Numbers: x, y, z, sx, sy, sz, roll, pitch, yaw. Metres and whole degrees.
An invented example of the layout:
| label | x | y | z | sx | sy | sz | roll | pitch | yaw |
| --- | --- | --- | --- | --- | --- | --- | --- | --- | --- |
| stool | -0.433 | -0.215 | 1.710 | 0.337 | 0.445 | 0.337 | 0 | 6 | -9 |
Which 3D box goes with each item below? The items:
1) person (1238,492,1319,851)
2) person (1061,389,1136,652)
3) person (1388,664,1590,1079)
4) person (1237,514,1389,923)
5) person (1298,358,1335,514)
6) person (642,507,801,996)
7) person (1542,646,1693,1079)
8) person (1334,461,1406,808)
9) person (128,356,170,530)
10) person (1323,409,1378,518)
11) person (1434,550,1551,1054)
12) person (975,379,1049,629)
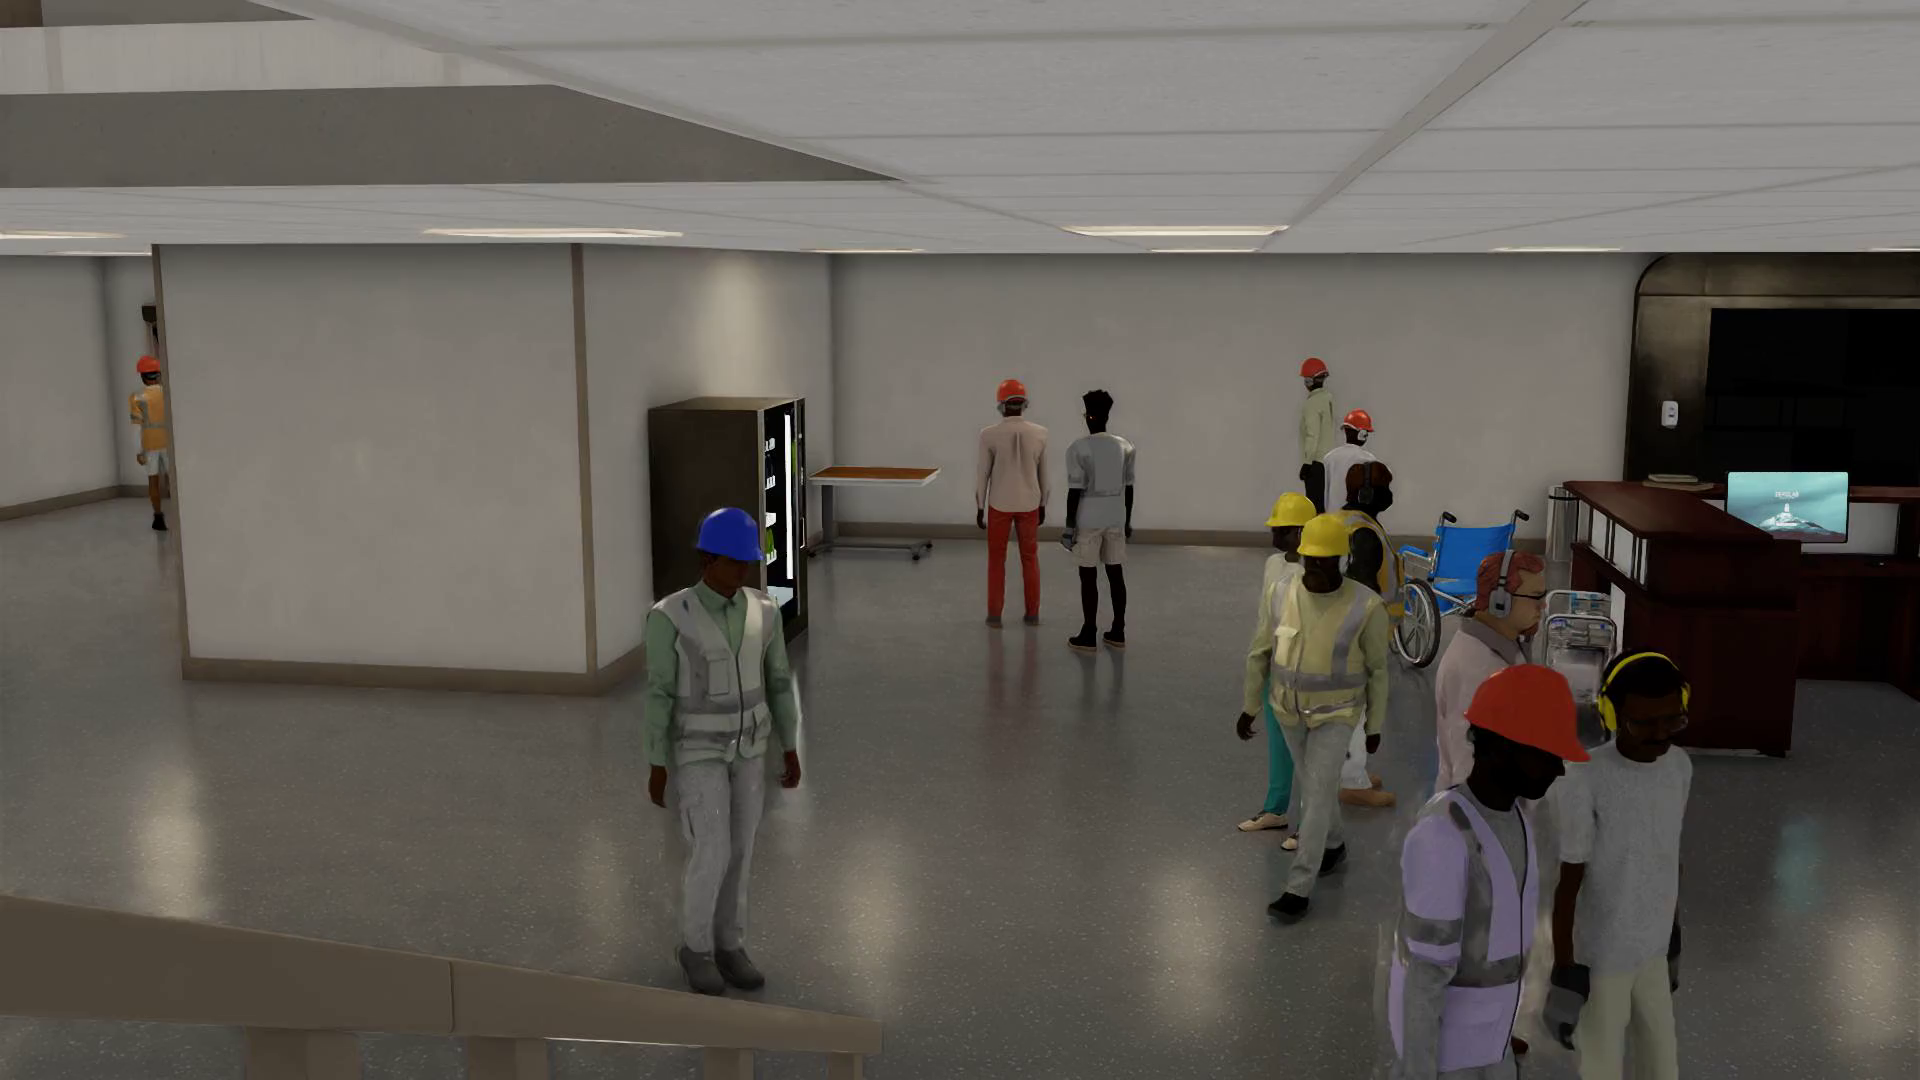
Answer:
| label | x | y | z | sx | sy | sz | roll | pitch | yaw |
| --- | --- | --- | --- | --- | --- | --- | --- | --- | --- |
| person | 1.632 | 0.642 | 8.228 | 0.315 | 1.770 | 0.524 | -5 | 10 | -27 |
| person | 1.035 | -0.147 | 12.472 | 0.612 | 1.964 | 0.364 | -5 | 10 | -28 |
| person | 1.186 | 1.219 | 4.243 | 0.758 | 1.899 | 0.582 | 9 | 13 | 43 |
| person | 1.611 | 0.753 | 7.531 | 0.598 | 1.784 | 0.971 | 8 | 12 | 39 |
| person | 3.498 | -0.798 | 16.413 | 0.392 | 1.991 | 0.612 | 5 | 11 | 30 |
| person | -0.912 | 0.829 | 6.535 | 0.644 | 1.934 | 0.471 | -9 | 13 | -42 |
| person | 1.809 | 1.170 | 4.761 | 0.590 | 1.842 | 0.626 | -5 | 10 | -28 |
| person | 2.164 | 0.492 | 8.927 | 0.429 | 1.844 | 0.626 | 1 | 9 | 4 |
| person | -8.724 | -1.044 | 18.139 | 0.567 | 1.924 | 0.551 | -8 | 12 | -42 |
| person | 3.148 | -0.173 | 13.323 | 0.351 | 1.743 | 0.564 | -5 | 11 | -29 |
| person | 1.858 | 0.970 | 5.815 | 0.399 | 1.900 | 0.645 | 4 | 10 | 22 |
| person | 0.414 | -0.287 | 13.304 | 0.612 | 1.987 | 0.414 | -2 | 9 | -13 |
